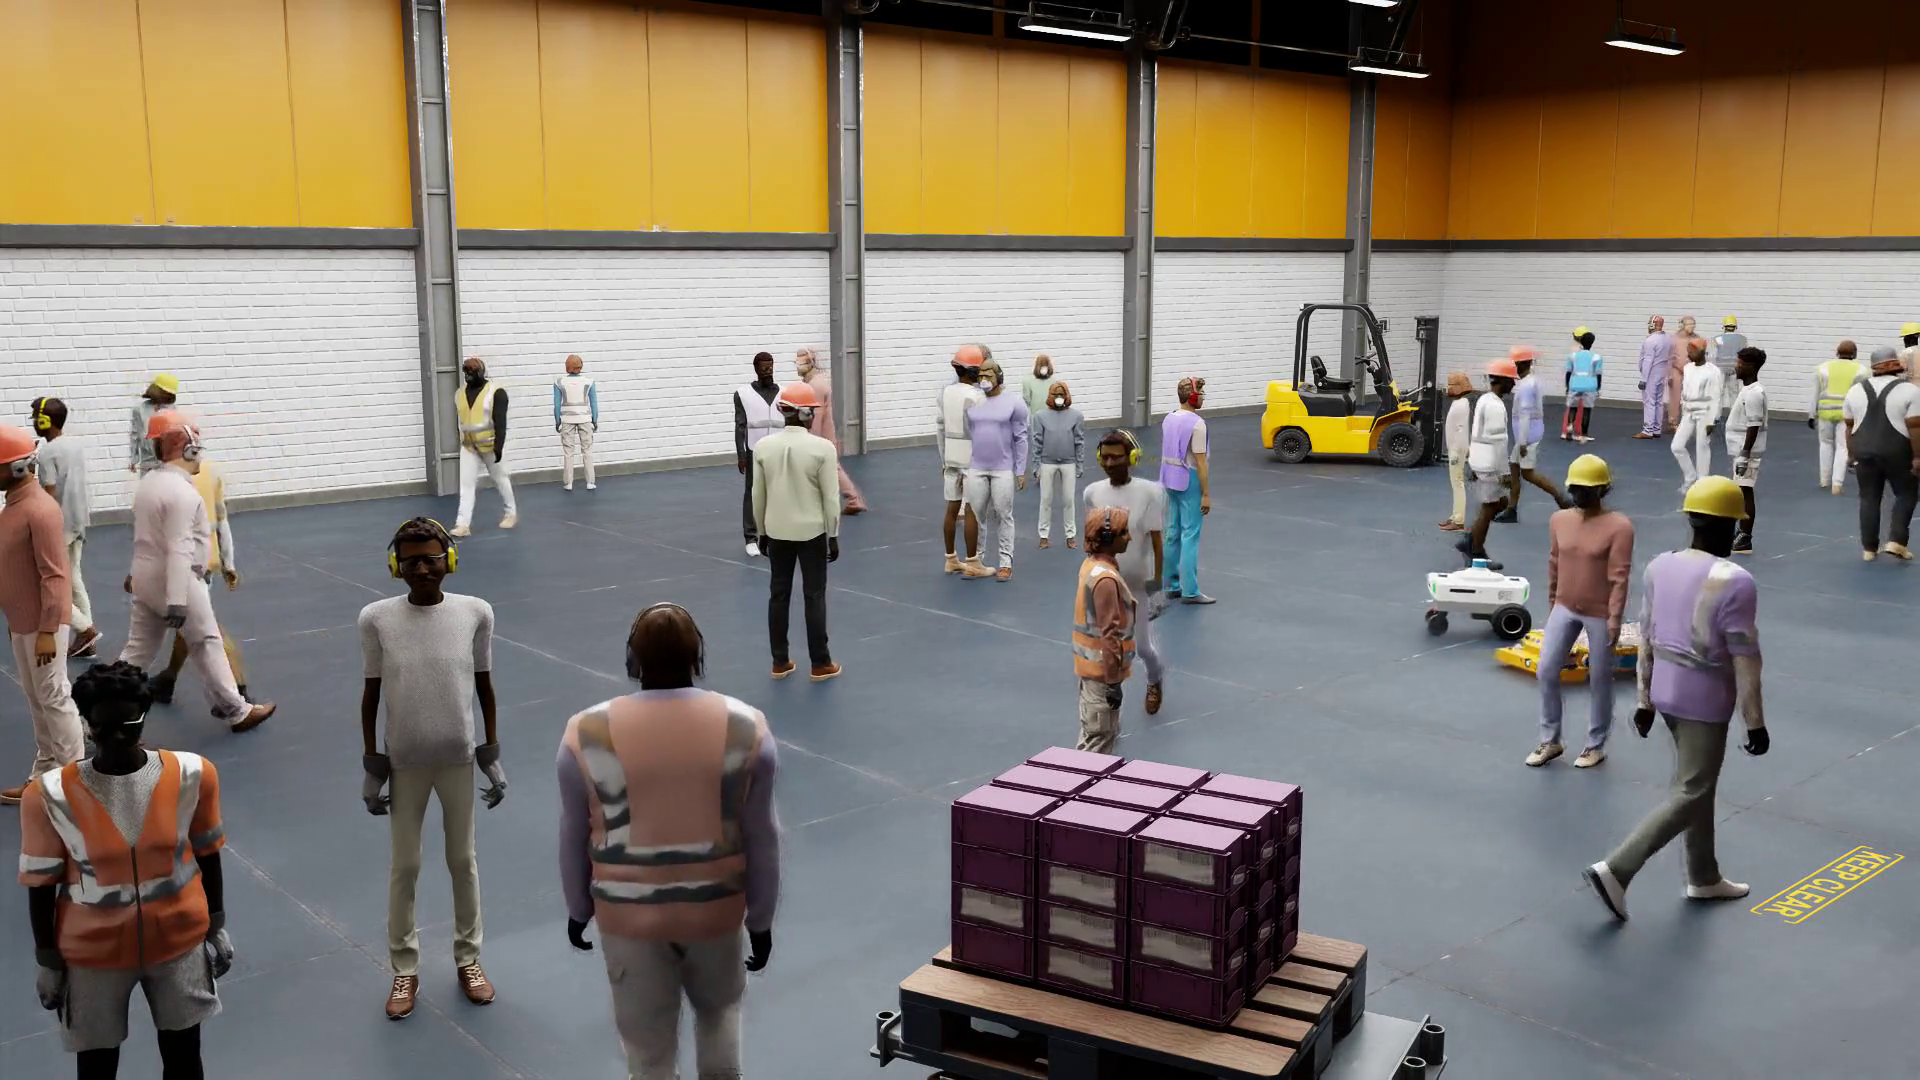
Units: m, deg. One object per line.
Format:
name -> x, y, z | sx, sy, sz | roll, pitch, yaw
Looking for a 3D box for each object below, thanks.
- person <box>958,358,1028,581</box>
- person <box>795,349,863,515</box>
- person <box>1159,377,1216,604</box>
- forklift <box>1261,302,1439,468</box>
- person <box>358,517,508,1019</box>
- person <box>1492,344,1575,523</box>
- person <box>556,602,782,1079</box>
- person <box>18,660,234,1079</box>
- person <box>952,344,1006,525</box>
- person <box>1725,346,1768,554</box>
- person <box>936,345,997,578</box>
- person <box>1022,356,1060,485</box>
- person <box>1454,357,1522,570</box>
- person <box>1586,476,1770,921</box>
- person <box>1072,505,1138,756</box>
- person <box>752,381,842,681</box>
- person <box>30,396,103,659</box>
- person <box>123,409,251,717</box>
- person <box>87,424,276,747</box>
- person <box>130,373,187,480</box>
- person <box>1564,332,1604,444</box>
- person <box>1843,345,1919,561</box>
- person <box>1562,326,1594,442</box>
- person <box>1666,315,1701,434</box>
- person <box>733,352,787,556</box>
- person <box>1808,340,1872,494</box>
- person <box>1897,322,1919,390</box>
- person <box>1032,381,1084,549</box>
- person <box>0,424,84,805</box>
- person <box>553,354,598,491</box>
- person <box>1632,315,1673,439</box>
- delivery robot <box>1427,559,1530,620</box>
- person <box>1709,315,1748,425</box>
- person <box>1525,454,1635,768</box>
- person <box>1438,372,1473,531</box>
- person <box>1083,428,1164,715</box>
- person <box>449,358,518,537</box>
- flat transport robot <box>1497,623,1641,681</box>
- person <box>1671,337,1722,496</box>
person -> 0.272, -0.604, 14.422 | 0.635, 1.937, 0.354 | 3, 10, 18
person -> -1.529, -1.144, 17.912 | 0.974, 1.842, 0.690 | -3, 10, -15
person -> 1.829, -0.400, 13.493 | 0.389, 1.846, 0.566 | -5, 11, -25
forklift -> 5.320, -2.157, 22.763 | 2.313, 2.155, 1.214 | 3, 10, 16
person -> -1.961, 0.838, 6.205 | 0.520, 1.862, 0.328 | -4, 10, -22
person -> 6.031, -1.088, 17.384 | 0.853, 1.902, 0.573 | 4, 11, 23
person -> -0.862, 1.077, 4.918 | 0.624, 1.820, 0.644 | -3, 10, -15
person -> -2.364, 1.166, 4.762 | 0.540, 1.696, 0.317 | -7, 12, -34
person -> 0.225, -1.133, 17.676 | 0.653, 1.882, 1.007 | 5, 11, 28
person -> 7.444, -0.851, 15.785 | 0.367, 1.966, 0.607 | 4, 10, 21
person -> 0.059, -0.687, 14.598 | 0.395, 2.044, 0.609 | -9, 13, -41
person -> 1.032, -1.457, 20.414 | 0.519, 1.579, 0.842 | -1, 10, -7
person -> 4.774, -0.674, 14.893 | 0.417, 1.916, 0.569 | 2, 10, 11
person -> 3.063, 0.673, 7.057 | 0.850, 1.901, 0.589 | -2, 10, -12
person -> 0.689, 0.645, 7.981 | 0.305, 1.639, 0.522 | -1, 10, -4
person -> -1.076, -0.056, 11.058 | 0.612, 1.991, 0.392 | 3, 10, 18
person -> -6.242, -0.066, 11.513 | 0.394, 1.852, 0.560 | 0, 10, 0
person -> -4.761, 0.144, 10.204 | 1.008, 1.885, 0.551 | 2, 10, 13
person -> -4.550, 0.274, 9.578 | 0.687, 1.857, 1.021 | 9, 13, 42
person -> -7.617, -0.735, 15.889 | 0.617, 1.706, 0.337 | 0, 10, -2
person -> 9.335, -2.267, 24.898 | 0.547, 1.684, 0.374 | 5, 11, 29
person -> 8.561, -0.826, 15.424 | 0.540, 2.000, 0.723 | -8, 13, -40
person -> 9.473, -2.386, 25.400 | 0.449, 1.761, 0.533 | 6, 11, 29
person -> 11.439, -2.605, 26.292 | 0.652, 1.896, 0.424 | -1, 10, -7
person -> -1.855, -0.820, 15.746 | 0.592, 1.920, 0.392 | -7, 12, -34
person -> 10.567, -1.481, 19.933 | 0.666, 1.808, 0.853 | 7, 12, 34
person -> 12.845, -1.982, 22.533 | 0.586, 1.923, 0.371 | -5, 11, -26
person -> 0.942, -0.722, 16.024 | 0.501, 1.626, 0.277 | 0, 10, 0
person -> -4.681, 0.405, 8.379 | 0.393, 1.985, 0.611 | -9, 13, -42
person -> -4.607, -1.404, 19.976 | 0.522, 1.640, 0.306 | -2, 10, -13
person -> 10.677, -2.509, 25.669 | 0.642, 1.909, 0.409 | -8, 13, -40
delivery robot -> 3.854, 0.383, 12.391 | 0.707, 0.478, 0.477 | 2, 9, 11
person -> 12.800, -2.829, 27.759 | 0.586, 1.833, 0.403 | 1, 10, 8
person -> 3.380, 0.407, 9.053 | 0.597, 1.747, 0.528 | -9, 13, -41
person -> 5.092, -0.906, 17.082 | 0.276, 1.632, 0.507 | 2, 10, 14
person -> 0.995, 0.241, 9.790 | 0.540, 1.837, 0.865 | 4, 10, 20
person -> -4.844, -0.957, 16.915 | 0.629, 1.803, 0.953 | 3, 10, 16
flat transport robot -> 4.485, 0.744, 11.405 | 1.431, 0.197, 0.652 | -3, 10, -20
person -> 8.582, -1.421, 19.394 | 0.462, 1.871, 0.608 | -3, 10, -17
